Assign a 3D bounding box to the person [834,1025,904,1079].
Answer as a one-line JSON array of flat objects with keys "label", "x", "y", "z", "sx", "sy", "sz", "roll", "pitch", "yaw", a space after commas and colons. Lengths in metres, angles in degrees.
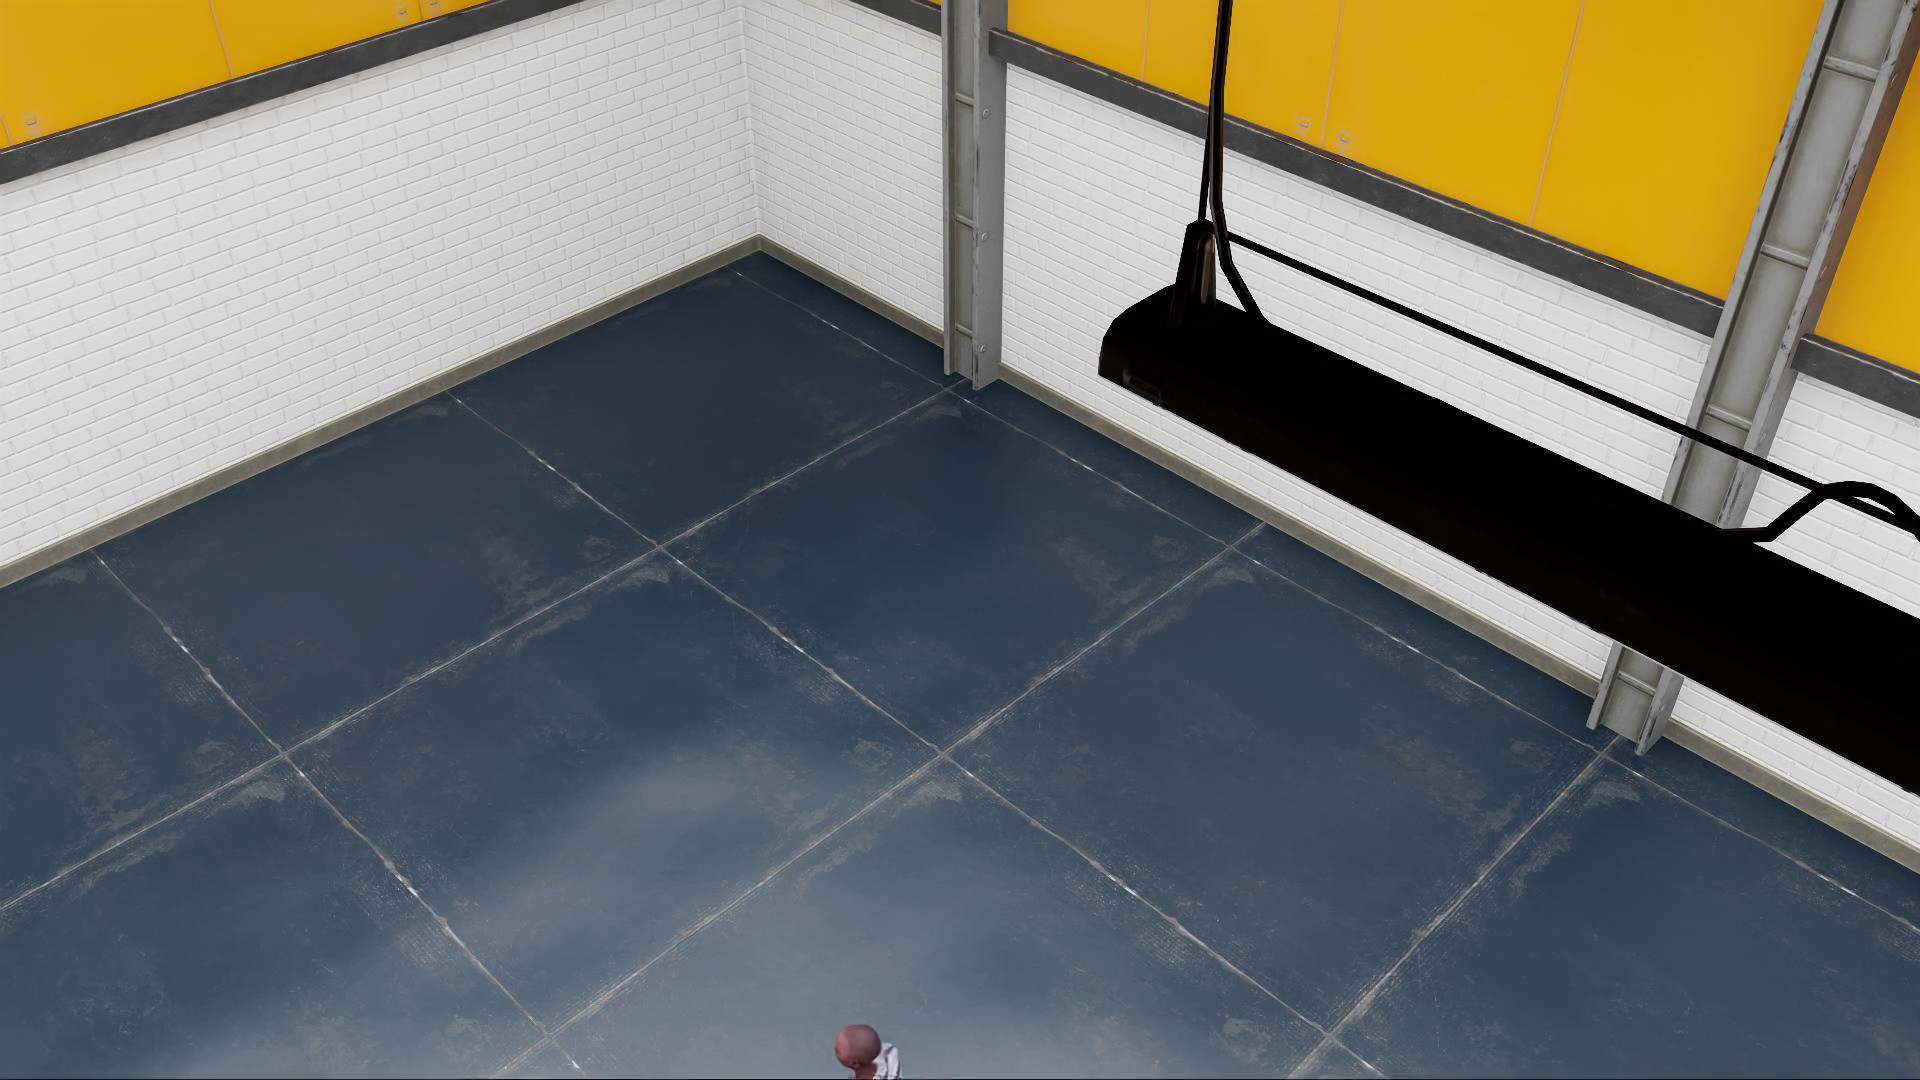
[{"label": "person", "x": -0.285, "y": 2.789, "z": 7.502, "sx": 0.961, "sy": 1.772, "sz": 0.880, "roll": 4, "pitch": 39, "yaw": 5}]
